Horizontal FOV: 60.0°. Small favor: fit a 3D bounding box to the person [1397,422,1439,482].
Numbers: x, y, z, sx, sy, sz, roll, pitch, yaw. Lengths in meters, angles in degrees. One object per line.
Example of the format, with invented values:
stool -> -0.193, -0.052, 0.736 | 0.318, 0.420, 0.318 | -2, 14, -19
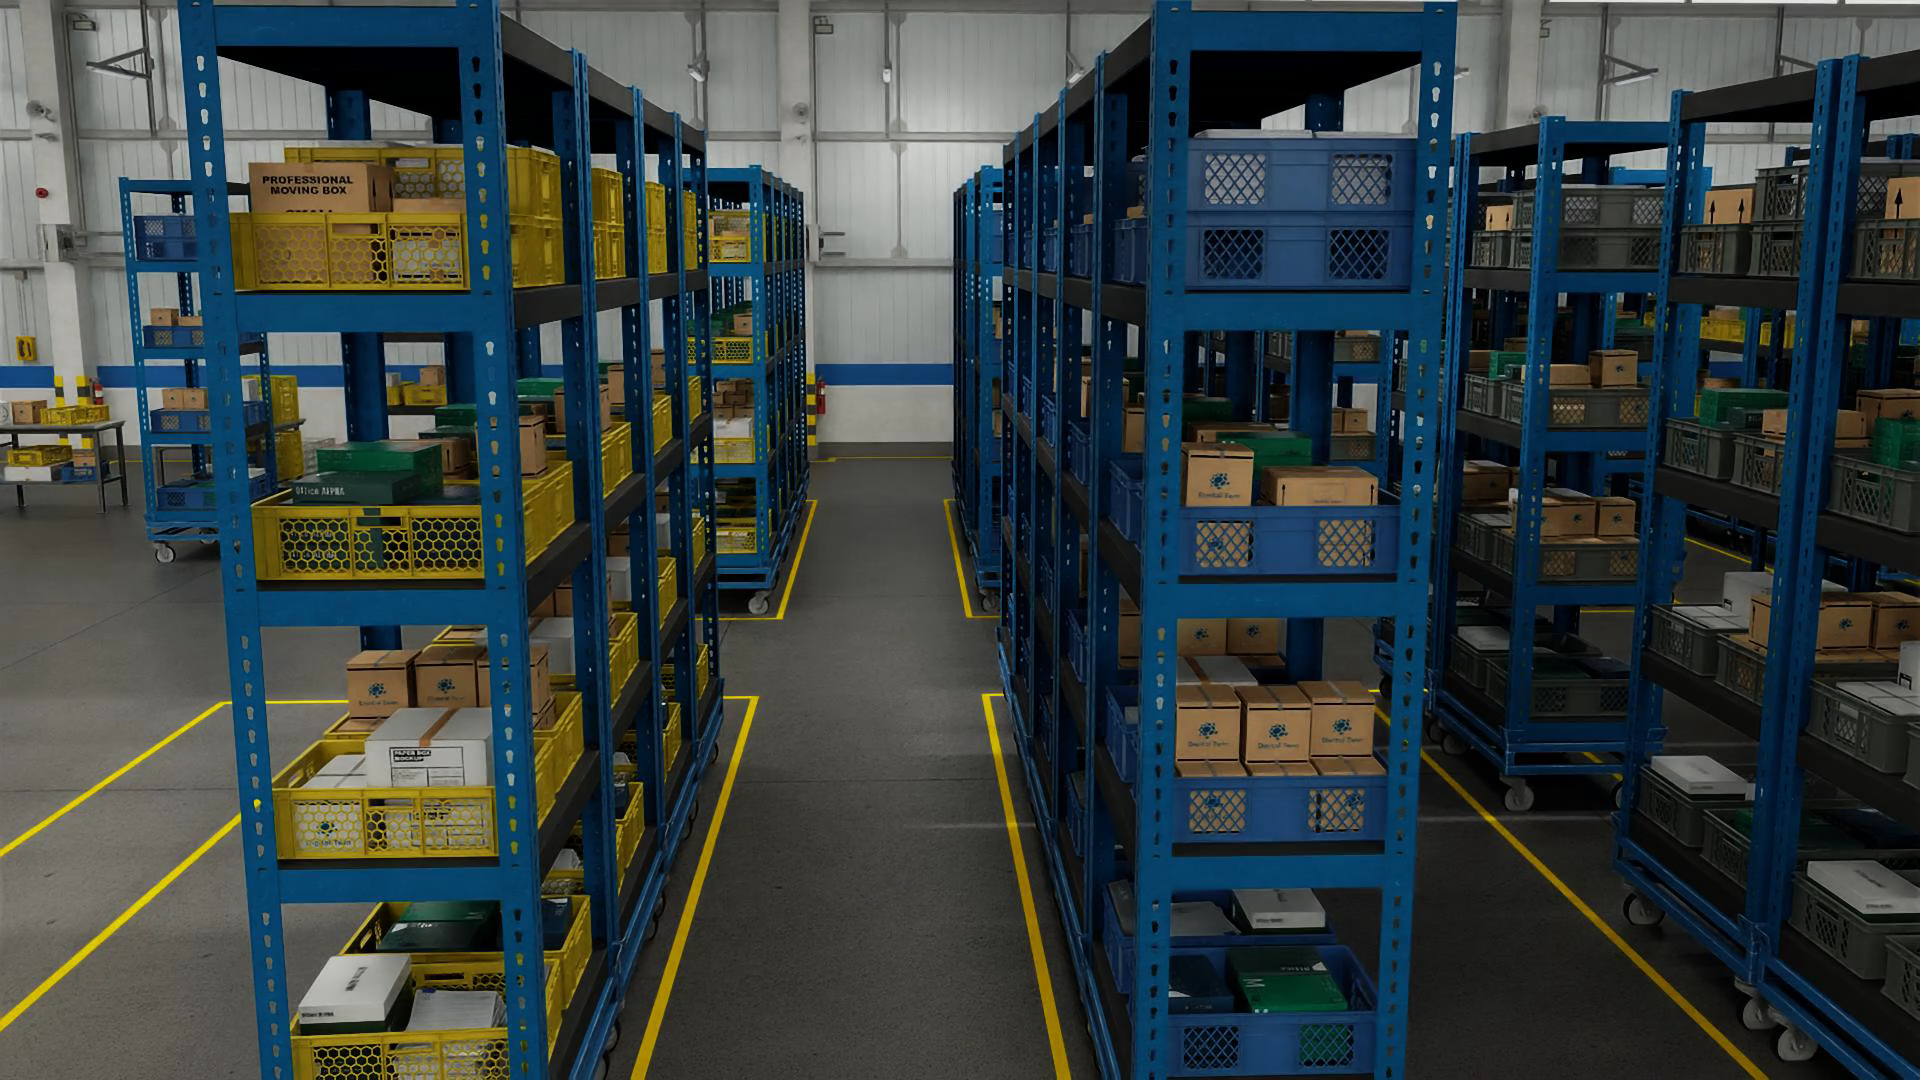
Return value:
person -> 5.781, -1.447, 20.184 | 0.989, 1.763, 0.626 | 3, 10, 17
